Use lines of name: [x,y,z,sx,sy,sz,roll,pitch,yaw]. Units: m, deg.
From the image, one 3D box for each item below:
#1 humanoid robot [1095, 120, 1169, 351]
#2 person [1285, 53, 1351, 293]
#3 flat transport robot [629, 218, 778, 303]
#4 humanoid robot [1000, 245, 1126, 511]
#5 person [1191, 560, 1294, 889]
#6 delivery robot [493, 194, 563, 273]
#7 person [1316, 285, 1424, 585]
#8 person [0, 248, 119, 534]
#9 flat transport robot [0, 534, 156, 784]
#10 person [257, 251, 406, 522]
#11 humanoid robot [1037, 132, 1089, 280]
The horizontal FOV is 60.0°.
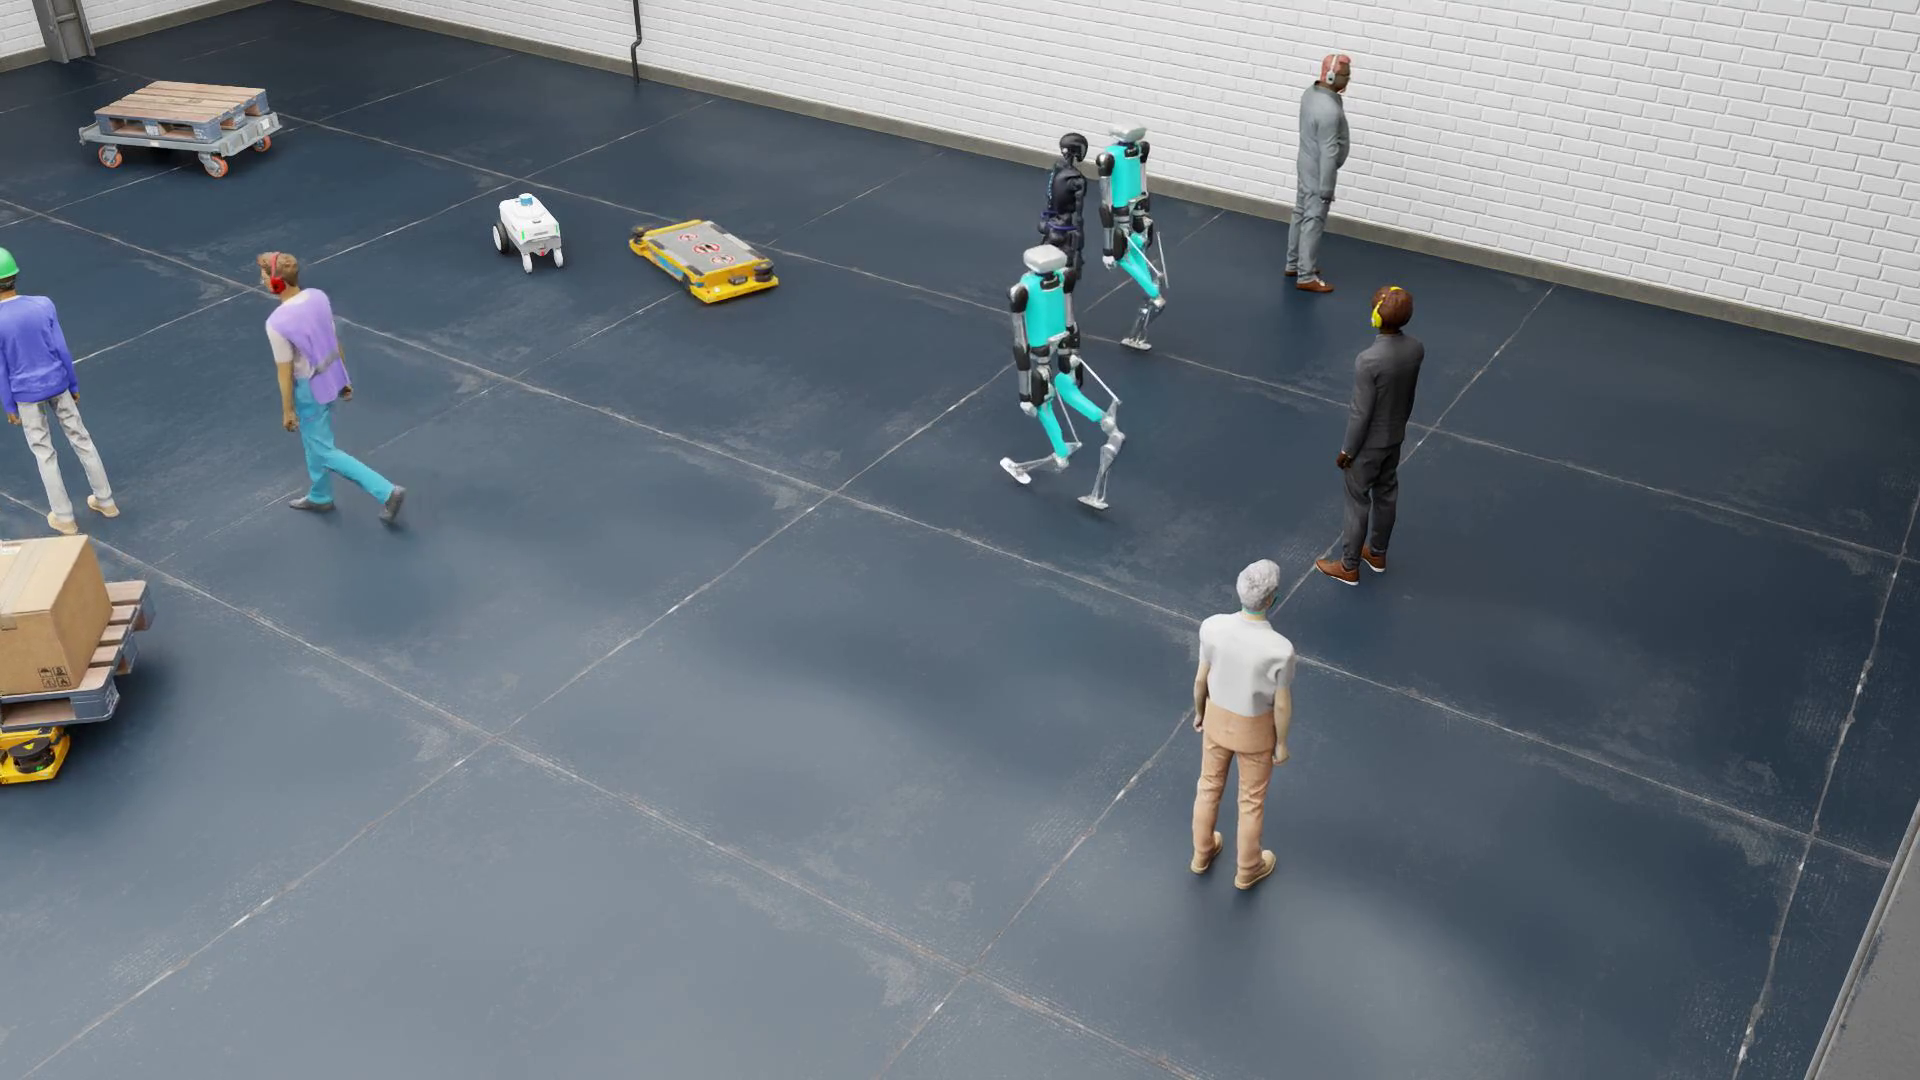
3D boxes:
humanoid robot: [1.372,-2.133,12.257,0.788,1.814,0.539,26,41,34]
person: [2.896,-2.945,13.329,0.402,1.905,0.641,-3,33,-4]
flat transport robot: [-2.165,-2.368,13.941,0.659,0.231,1.431,-21,38,-29]
humanoid robot: [0.690,-0.932,10.374,0.530,1.729,1.066,-27,41,-35]
person: [1.278,0.842,7.578,0.475,1.747,0.324,20,38,28]
delivery robot: [-3.641,-2.642,14.091,0.499,0.581,0.774,-16,36,-23]
person: [2.413,-0.600,9.706,0.504,1.873,0.342,-20,38,-28]
person: [-5.661,-0.918,10.216,0.371,1.866,0.457,26,41,34]
flat transport robot: [-5.060,0.811,8.995,0.659,0.231,1.431,-5,33,-8]
person: [-3.925,-0.917,10.257,0.809,1.816,0.565,3,33,5]
humanoid robot: [0.754,-2.254,12.463,0.340,1.640,0.609,-12,34,-17]
